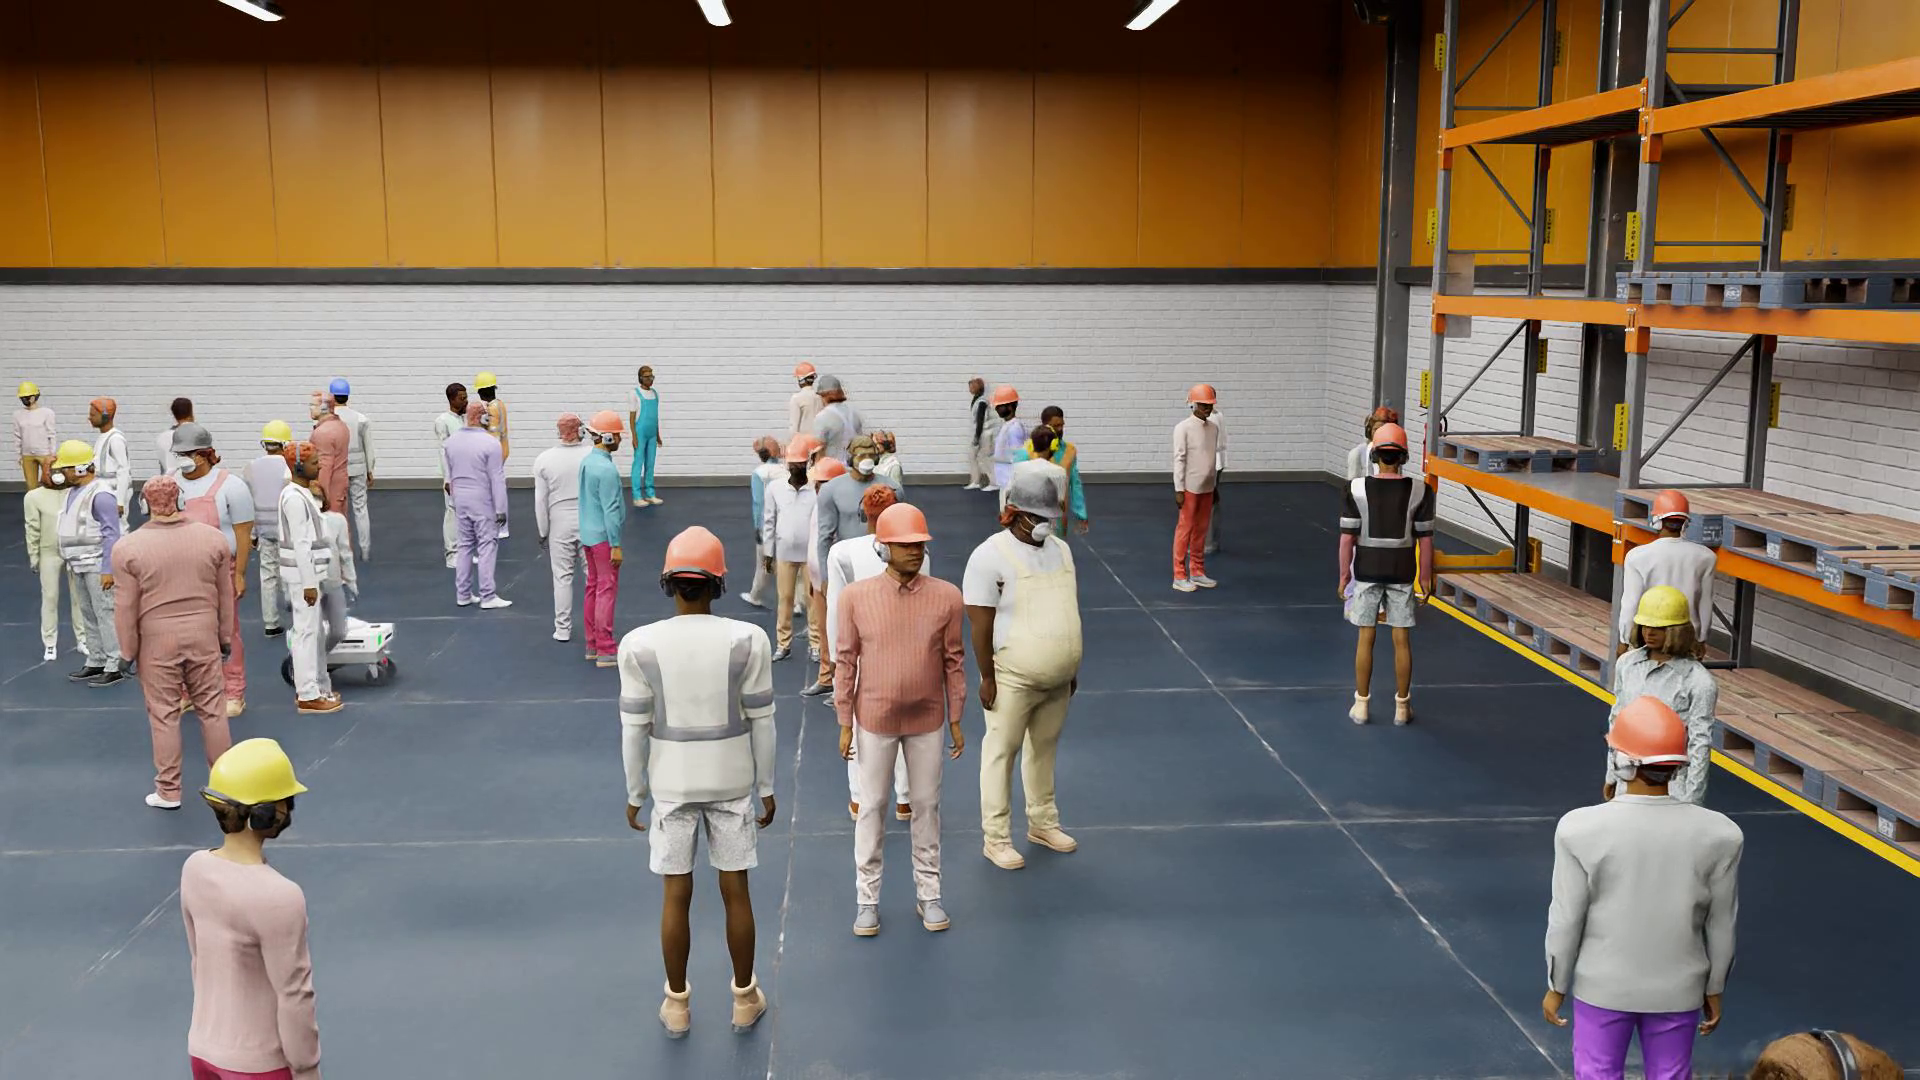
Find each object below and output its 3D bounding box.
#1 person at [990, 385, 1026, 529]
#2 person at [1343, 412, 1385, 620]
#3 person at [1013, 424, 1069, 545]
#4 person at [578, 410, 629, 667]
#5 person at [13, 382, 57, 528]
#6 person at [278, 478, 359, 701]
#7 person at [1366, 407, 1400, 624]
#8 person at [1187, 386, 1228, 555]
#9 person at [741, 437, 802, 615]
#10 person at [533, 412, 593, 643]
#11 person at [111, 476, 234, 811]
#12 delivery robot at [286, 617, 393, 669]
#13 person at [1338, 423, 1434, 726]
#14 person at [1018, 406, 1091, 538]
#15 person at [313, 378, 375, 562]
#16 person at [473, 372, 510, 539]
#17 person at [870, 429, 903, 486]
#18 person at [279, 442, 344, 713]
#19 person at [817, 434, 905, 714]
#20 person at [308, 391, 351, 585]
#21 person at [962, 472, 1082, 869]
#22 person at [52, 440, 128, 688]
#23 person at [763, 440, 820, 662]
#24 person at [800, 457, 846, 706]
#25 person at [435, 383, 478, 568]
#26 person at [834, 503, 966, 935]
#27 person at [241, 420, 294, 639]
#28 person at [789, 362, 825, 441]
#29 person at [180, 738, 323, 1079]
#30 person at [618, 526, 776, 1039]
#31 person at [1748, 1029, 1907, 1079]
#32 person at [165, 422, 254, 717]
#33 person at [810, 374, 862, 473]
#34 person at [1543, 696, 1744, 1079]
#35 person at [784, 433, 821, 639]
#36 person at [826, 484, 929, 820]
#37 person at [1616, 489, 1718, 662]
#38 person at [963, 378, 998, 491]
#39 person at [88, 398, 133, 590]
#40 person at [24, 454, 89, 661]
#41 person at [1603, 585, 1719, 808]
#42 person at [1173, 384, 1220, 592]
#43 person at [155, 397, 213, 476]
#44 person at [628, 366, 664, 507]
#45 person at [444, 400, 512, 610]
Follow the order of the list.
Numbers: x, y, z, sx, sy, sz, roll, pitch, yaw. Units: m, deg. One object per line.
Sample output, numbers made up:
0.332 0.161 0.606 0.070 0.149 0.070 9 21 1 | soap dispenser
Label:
0.474 -0.587 16.681 0.362 1.934 0.543 -1 9 -9 | person
3.587 -0.203 14.545 0.514 1.844 0.327 -6 11 -34 | person
0.643 0.002 13.285 0.572 1.840 0.499 6 11 33 | person
-2.752 -0.015 12.930 0.407 1.987 0.614 -5 10 -30 | person
-11.062 -1.014 19.915 0.523 1.762 0.337 0 9 1 | person
-4.580 0.340 11.851 0.512 1.610 0.619 -9 13 -44 | person
3.657 -0.215 14.495 0.355 1.885 0.575 0 9 0 | person
2.695 -0.752 17.991 0.376 1.843 0.569 5 10 29 | person
-1.668 -0.131 14.860 0.548 1.583 0.836 -9 12 -43 | person
-3.175 -0.104 13.736 0.641 1.907 0.409 -2 9 -15 | person
-4.465 0.580 9.462 0.641 1.901 0.401 -8 12 -41 | person
-4.590 0.746 12.332 0.707 0.478 0.477 -1 9 -3 | delivery robot
2.862 0.230 11.211 0.615 2.039 0.391 2 9 11 | person
0.849 -0.204 14.371 0.599 1.900 0.652 -7 12 -38 | person
-6.465 -0.721 17.470 0.616 1.946 0.392 -6 11 -34 | person
-5.372 -0.969 19.106 0.375 1.924 0.585 -2 9 -12 | person
-0.667 -0.202 15.223 0.318 1.630 0.511 -5 10 -27 | person
-4.526 0.258 11.538 0.355 1.882 0.576 -4 10 -22 | person
-0.677 0.231 11.520 0.636 1.939 0.354 -3 10 -20 | person
-6.172 -0.502 16.234 0.408 1.907 0.643 -1 9 -6 | person
0.383 0.650 8.576 0.681 2.000 0.538 -8 12 -41 | person
-6.412 0.172 12.252 0.599 1.822 0.403 7 12 39 | person
-1.258 0.089 12.984 0.573 1.753 0.335 1 9 4 | person
-0.920 0.283 11.767 0.318 1.756 0.560 -6 11 -33 | person
-5.211 -0.672 17.258 0.391 1.920 0.593 2 9 10 | person
-0.272 0.818 7.655 0.615 1.997 0.373 -2 9 -10 | person
-5.625 -0.083 13.817 0.599 1.834 0.404 1 9 5 | person
-1.837 -1.152 20.086 0.403 1.987 0.608 7 11 38 | person
-1.950 1.419 4.646 0.522 1.759 0.349 6 11 34 | person
-1.032 0.961 6.611 0.605 2.045 0.378 -1 9 -7 | person
1.372 1.681 2.754 0.397 1.834 0.519 0 9 0 | person
-5.199 0.208 11.352 0.682 2.000 0.538 0 9 1 | person
-1.268 -0.782 17.570 0.903 2.000 0.686 6 11 32 | person
2.079 1.341 5.120 0.570 1.755 0.320 1 9 4 | person
-1.268 -0.016 13.699 0.374 1.735 0.591 0 9 0 | person
-0.442 0.624 9.229 0.587 1.882 0.342 0 9 2 | person
4.219 0.568 9.987 0.572 1.751 0.329 -1 9 -4 | person
0.290 -1.457 23.154 0.585 1.595 0.536 -3 9 -16 | person
-7.946 -0.388 15.587 0.342 1.882 0.587 -7 12 -39 | person
-7.080 0.126 13.140 0.502 1.632 0.277 -7 12 -38 | person
2.949 1.044 7.072 0.345 1.738 0.485 -5 10 -29 | person
2.293 -0.509 15.996 0.623 1.992 0.396 -9 12 -43 | person
-7.288 -0.398 15.693 0.623 1.862 0.658 1 9 7 | person
-4.119 -1.362 21.821 0.349 1.847 0.505 7 11 36 | person
-4.361 -0.319 15.126 0.648 1.900 0.396 5 10 28 | person
